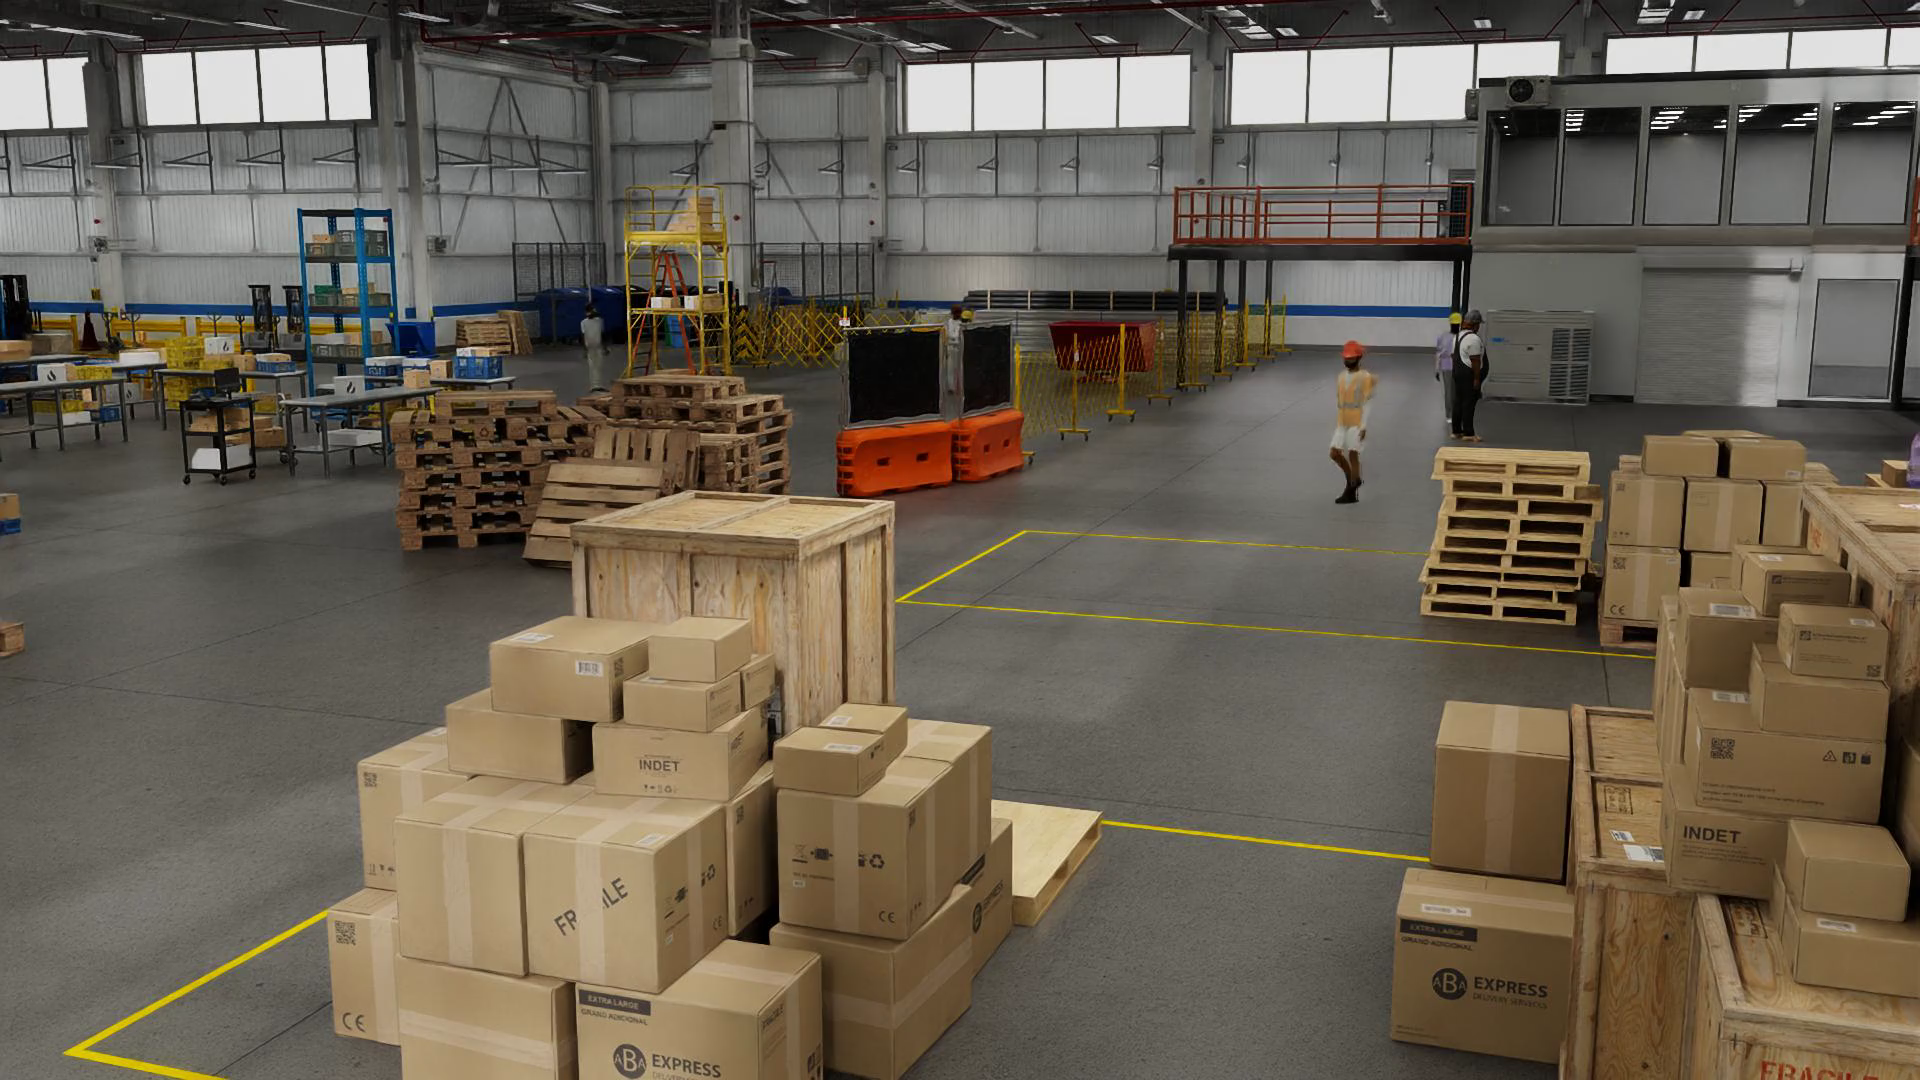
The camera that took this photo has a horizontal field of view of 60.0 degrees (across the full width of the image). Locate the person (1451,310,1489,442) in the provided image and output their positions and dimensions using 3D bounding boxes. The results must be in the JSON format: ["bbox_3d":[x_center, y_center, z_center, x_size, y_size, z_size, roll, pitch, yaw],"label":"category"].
[{"bbox_3d":[7.922,-2.547,25.781,0.535,2.000,0.687,-2,10,-11],"label":"person"}]

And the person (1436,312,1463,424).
[{"bbox_3d":[8.425,-2.948,28.418,0.592,1.909,0.658,1,10,5],"label":"person"}]

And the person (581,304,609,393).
[{"bbox_3d":[-7.501,-3.926,34.172,0.621,1.834,0.437,-8,13,-37],"label":"person"}]

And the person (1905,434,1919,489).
[{"bbox_3d":[7.313,-0.138,12.332,0.660,2.016,0.395,4,11,24],"label":"person"}]

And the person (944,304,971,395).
[{"bbox_3d":[-0.028,-3.897,33.946,0.586,1.856,0.878,4,11,23],"label":"person"}]

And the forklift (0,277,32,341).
[{"bbox_3d":[-27.151,-6.329,46.328,1.157,1.987,2.680,3,11,17],"label":"forklift"}]

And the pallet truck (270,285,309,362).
[{"bbox_3d":[-17.147,-5.700,43.663,0.823,1.965,1.885,3,11,17],"label":"pallet truck"}]

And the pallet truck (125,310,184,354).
[{"bbox_3d":[-22.038,-5.665,45.457,0.704,1.261,1.522,3,11,17],"label":"pallet truck"}]

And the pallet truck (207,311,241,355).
[{"bbox_3d":[-19.537,-5.575,44.913,0.653,1.274,1.630,3,11,19],"label":"pallet truck"}]

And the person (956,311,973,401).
[{"bbox_3d":[0.103,-3.603,32.536,0.343,1.756,0.518,-1,10,-7],"label":"person"}]

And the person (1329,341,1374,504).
[{"bbox_3d":[4.599,-1.376,19.528,0.439,1.922,0.547,-7,12,-36],"label":"person"}]

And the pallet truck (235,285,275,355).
[{"bbox_3d":[-18.327,-5.835,44.421,0.823,1.965,1.885,4,11,23],"label":"pallet truck"}]

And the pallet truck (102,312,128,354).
[{"bbox_3d":[-23.057,-5.777,46.261,0.680,1.201,1.601,3,11,19],"label":"pallet truck"}]
